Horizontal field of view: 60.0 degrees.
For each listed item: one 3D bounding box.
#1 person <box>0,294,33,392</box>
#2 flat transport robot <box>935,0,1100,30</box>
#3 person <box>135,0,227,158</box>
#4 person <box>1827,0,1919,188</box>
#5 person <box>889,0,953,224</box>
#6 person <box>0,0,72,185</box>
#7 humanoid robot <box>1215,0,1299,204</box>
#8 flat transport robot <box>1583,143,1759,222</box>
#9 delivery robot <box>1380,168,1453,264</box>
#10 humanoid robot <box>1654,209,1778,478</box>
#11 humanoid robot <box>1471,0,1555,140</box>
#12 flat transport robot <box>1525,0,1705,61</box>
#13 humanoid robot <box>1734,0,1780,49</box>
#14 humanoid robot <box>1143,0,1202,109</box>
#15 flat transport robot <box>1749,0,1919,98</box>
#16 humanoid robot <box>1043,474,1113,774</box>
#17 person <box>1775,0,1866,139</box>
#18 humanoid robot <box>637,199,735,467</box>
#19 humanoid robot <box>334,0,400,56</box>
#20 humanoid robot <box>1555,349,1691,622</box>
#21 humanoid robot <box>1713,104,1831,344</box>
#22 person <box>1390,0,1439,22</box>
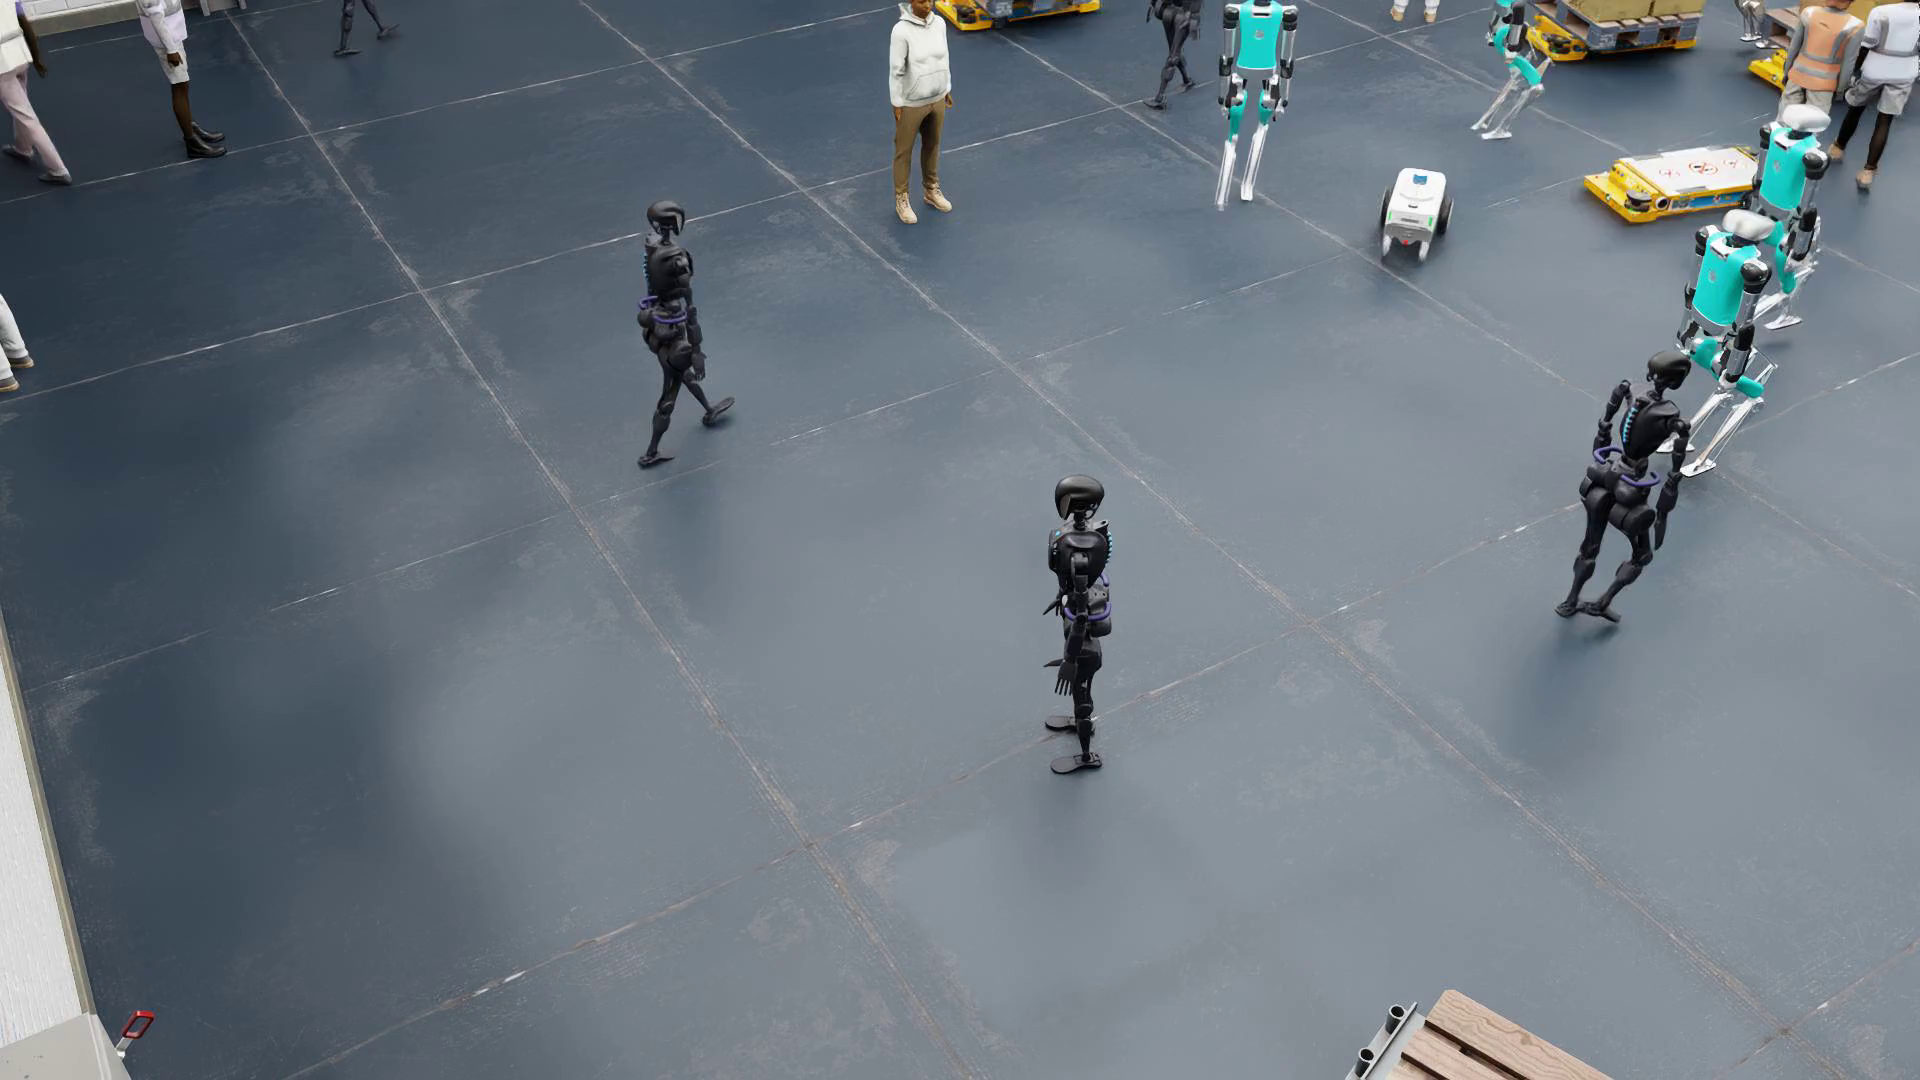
[{"bbox_3d":[-6.218,-1.785,10.249,0.344,1.879,0.575,-4,39,-5],"label":"person"},{"bbox_3d":[0.542,-5.106,15.735,1.431,0.231,0.659,-15,41,-18],"label":"flat transport robot"},{"bbox_3d":[-6.125,-3.925,12.903,0.359,1.938,0.544,-13,40,-16],"label":"person"},{"bbox_3d":[7.058,-3.555,12.663,0.542,1.665,0.758,12,40,14],"label":"person"},{"bbox_3d":[-0.301,-3.207,12.133,0.516,1.767,0.374,-24,44,-27],"label":"person"},{"bbox_3d":[-7.317,-3.605,12.600,0.913,1.808,0.562,14,41,17],"label":"person"},{"bbox_3d":[2.171,-3.337,12.329,0.536,1.814,0.673,6,39,7],"label":"humanoid robot"},{"bbox_3d":[5.600,-2.738,12.747,1.431,0.231,0.659,-10,39,-12],"label":"flat transport robot"},{"bbox_3d":[3.302,-2.400,12.083,0.499,0.587,0.769,13,40,15],"label":"delivery robot"},{"bbox_3d":[4.418,-1.131,9.426,0.735,1.681,0.533,-10,40,-13],"label":"humanoid robot"},{"bbox_3d":[4.467,-3.997,13.150,0.658,1.798,0.533,-3,38,-3],"label":"humanoid robot"},{"bbox_3d":[5.887,-4.615,15.115,1.431,0.231,0.659,-9,39,-11],"label":"flat transport robot"},{"bbox_3d":[7.123,-5.123,14.464,0.735,1.681,0.533,-11,40,-14],"label":"humanoid robot"},{"bbox_3d":[1.779,-4.411,13.755,0.775,1.626,0.583,-28,46,-31],"label":"humanoid robot"},{"bbox_3d":[7.719,-4.147,14.524,1.431,0.231,0.659,-11,40,-14],"label":"flat transport robot"},{"bbox_3d":[0.535,0.385,7.660,0.315,1.657,0.599,1,38,1],"label":"humanoid robot"},{"bbox_3d":[6.427,-3.440,12.538,0.313,1.633,0.512,-25,45,-28],"label":"person"},{"bbox_3d":[-1.663,-1.245,9.755,0.760,1.620,0.590,-25,45,-28],"label":"humanoid robot"},{"bbox_3d":[-5.392,-5.159,14.686,0.727,1.631,0.602,-27,46,-30],"label":"humanoid robot"},{"bbox_3d":[3.395,-0.264,8.494,0.334,1.648,0.586,-17,41,-20],"label":"humanoid robot"},{"bbox_3d":[5.358,-1.978,10.607,1.030,1.717,0.538,-11,40,-13],"label":"humanoid robot"},{"bbox_3d":[4.301,-5.656,15.173,0.619,1.836,0.429,5,39,6],"label":"person"}]
